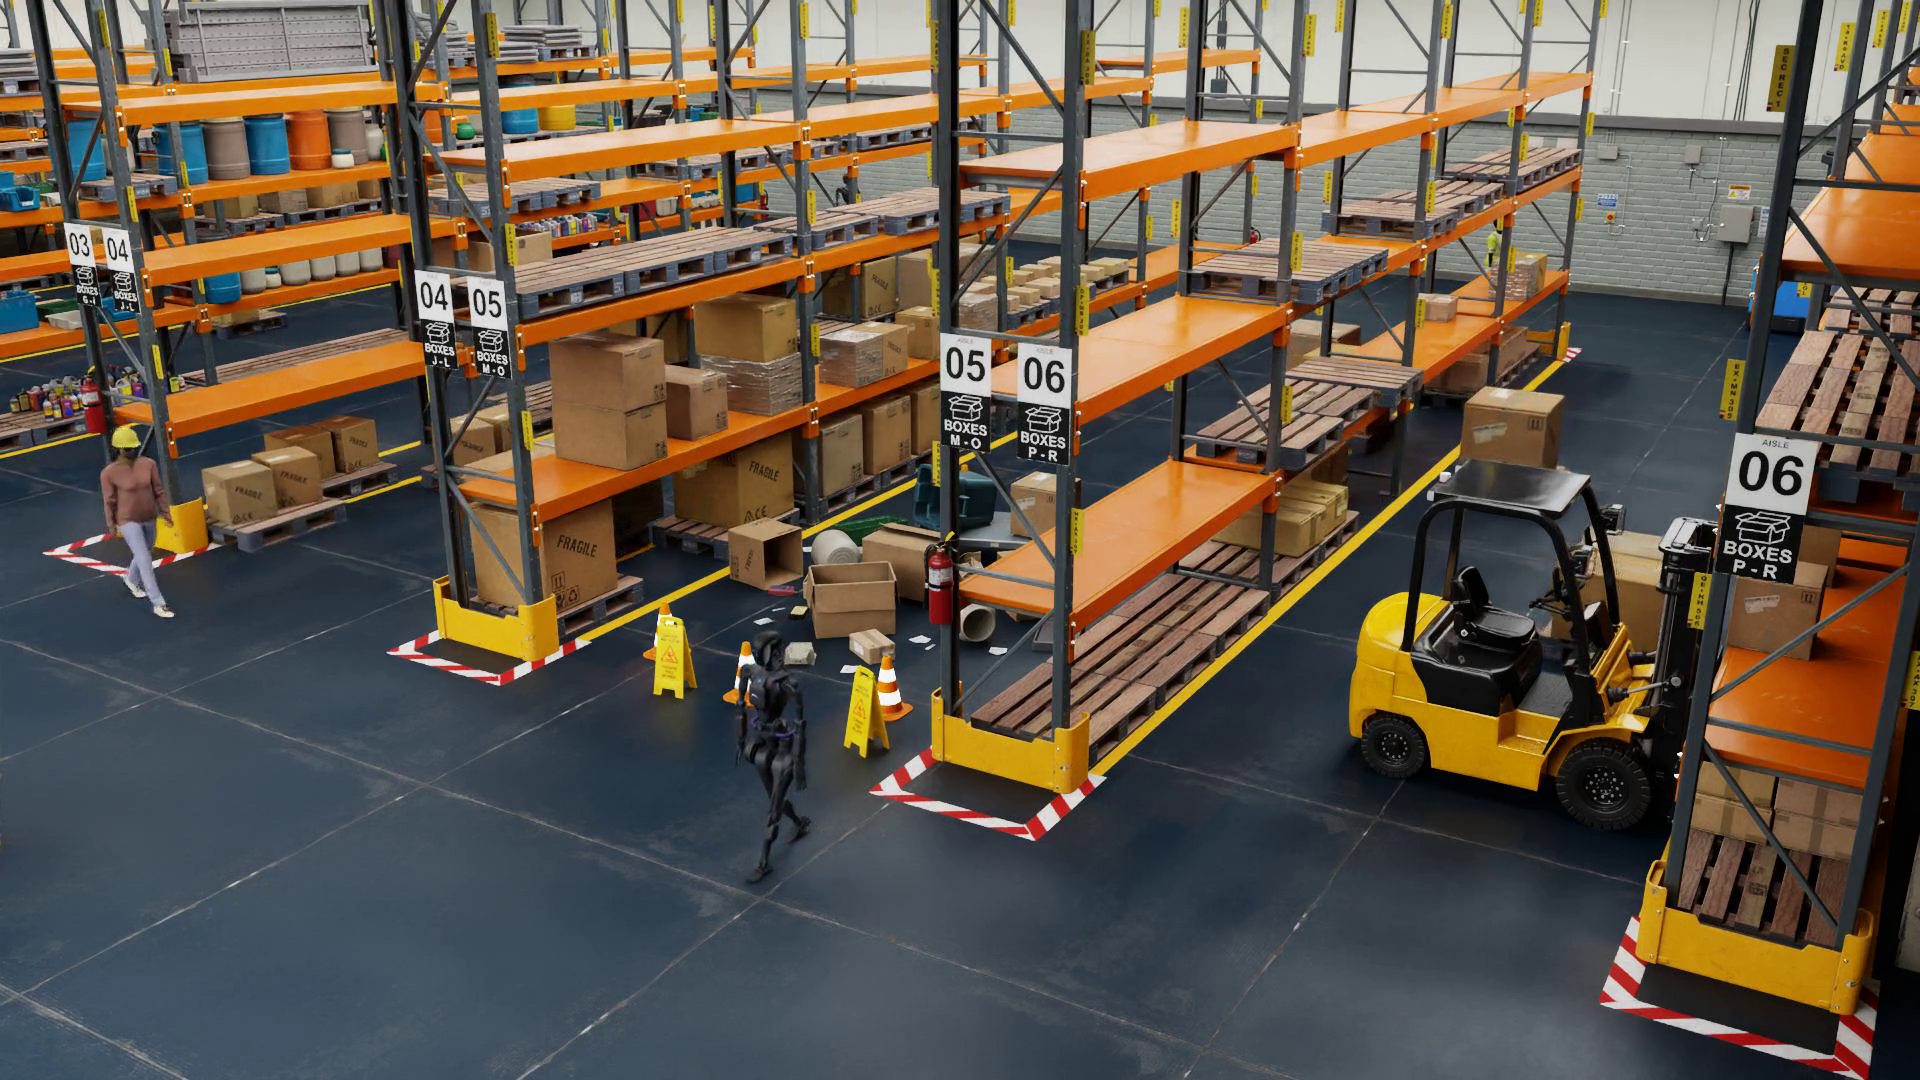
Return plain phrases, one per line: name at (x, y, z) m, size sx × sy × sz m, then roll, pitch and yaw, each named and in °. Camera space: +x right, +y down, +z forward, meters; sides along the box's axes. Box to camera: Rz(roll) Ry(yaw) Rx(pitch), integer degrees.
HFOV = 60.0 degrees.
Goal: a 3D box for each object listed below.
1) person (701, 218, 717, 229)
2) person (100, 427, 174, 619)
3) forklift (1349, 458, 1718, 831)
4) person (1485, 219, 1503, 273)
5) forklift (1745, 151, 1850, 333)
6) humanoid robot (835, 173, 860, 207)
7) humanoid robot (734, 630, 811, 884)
person at (-5.285, -7.030, 34.771) m, size 0.490 × 1.688 × 0.348 m, roll -6°, pitch 20°, yaw -17°
person at (-7.419, -0.202, 14.960) m, size 0.862 × 1.731 × 0.531 m, roll 12°, pitch 22°, yaw 31°
forklift at (3.988, 0.658, 11.776) m, size 2.313 × 2.155 × 1.214 m, roll 11°, pitch 22°, yaw 29°
person at (8.872, -4.536, 27.542) m, size 0.318 × 1.696 × 0.536 m, roll 16°, pitch 25°, yaw 38°
forklift at (13.620, -4.667, 26.137) m, size 1.873 × 2.768 × 1.129 m, roll 11°, pitch 22°, yaw 29°
humanoid robot at (-2.209, -6.528, 33.388) m, size 0.593 × 1.641 × 0.699 m, roll -10°, pitch 21°, yaw -26°
humanoid robot at (-1.201, 1.327, 10.703) m, size 0.610 × 1.626 × 0.787 m, roll 12°, pitch 23°, yaw 32°
